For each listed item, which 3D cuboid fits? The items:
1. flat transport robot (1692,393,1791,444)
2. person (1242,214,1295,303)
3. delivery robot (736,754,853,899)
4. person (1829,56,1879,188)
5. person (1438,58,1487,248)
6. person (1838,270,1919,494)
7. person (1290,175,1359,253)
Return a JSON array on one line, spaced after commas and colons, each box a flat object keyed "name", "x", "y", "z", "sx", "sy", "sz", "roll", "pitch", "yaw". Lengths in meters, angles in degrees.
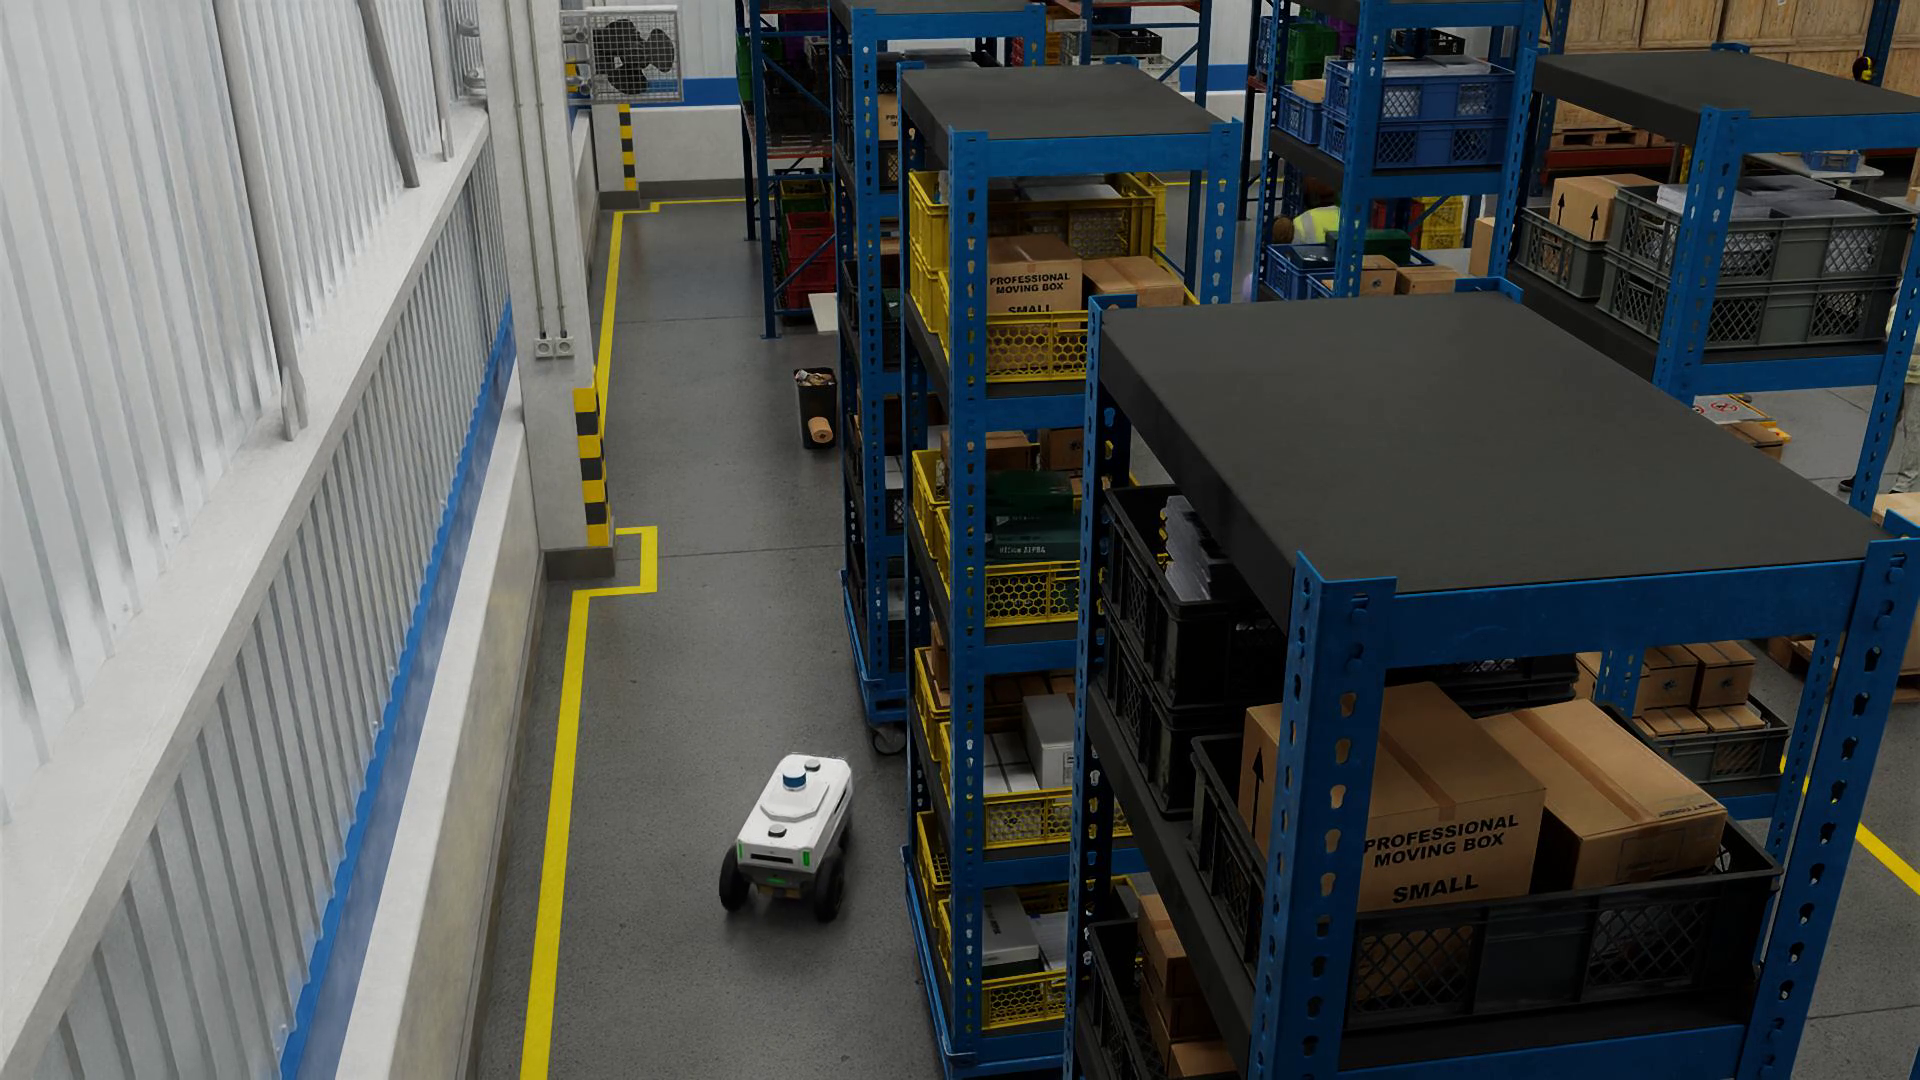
[{"name": "flat transport robot", "x": 5.224, "y": -0.859, "z": 12.132, "sx": 1.431, "sy": 0.197, "sz": 0.652, "roll": -4, "pitch": 25, "yaw": -8}, {"name": "person", "x": 2.033, "y": -1.150, "z": 10.806, "sx": 0.624, "sy": 1.931, "sz": 0.377, "roll": -19, "pitch": 31, "yaw": -35}, {"name": "delivery robot", "x": -0.709, "y": 1.203, "z": 7.206, "sx": 0.477, "sy": 0.478, "sz": 0.707, "roll": 5, "pitch": 25, "yaw": 11}, {"name": "person", "x": 9.085, "y": -4.003, "z": 17.073, "sx": 0.310, "sy": 1.866, "sz": 0.532, "roll": -10, "pitch": 27, "yaw": -21}, {"name": "person", "x": 5.187, "y": -3.922, "z": 16.874, "sx": 0.586, "sy": 1.882, "sz": 0.341, "roll": -10, "pitch": 26, "yaw": -20}, {"name": "person", "x": 6.191, "y": -1.112, "z": 10.824, "sx": 0.404, "sy": 1.836, "sz": 0.590, "roll": -8, "pitch": 26, "yaw": -17}, {"name": "person", "x": 2.644, "y": -1.835, "z": 12.421, "sx": 0.656, "sy": 1.816, "sz": 0.672, "roll": -7, "pitch": 26, "yaw": -14}]
